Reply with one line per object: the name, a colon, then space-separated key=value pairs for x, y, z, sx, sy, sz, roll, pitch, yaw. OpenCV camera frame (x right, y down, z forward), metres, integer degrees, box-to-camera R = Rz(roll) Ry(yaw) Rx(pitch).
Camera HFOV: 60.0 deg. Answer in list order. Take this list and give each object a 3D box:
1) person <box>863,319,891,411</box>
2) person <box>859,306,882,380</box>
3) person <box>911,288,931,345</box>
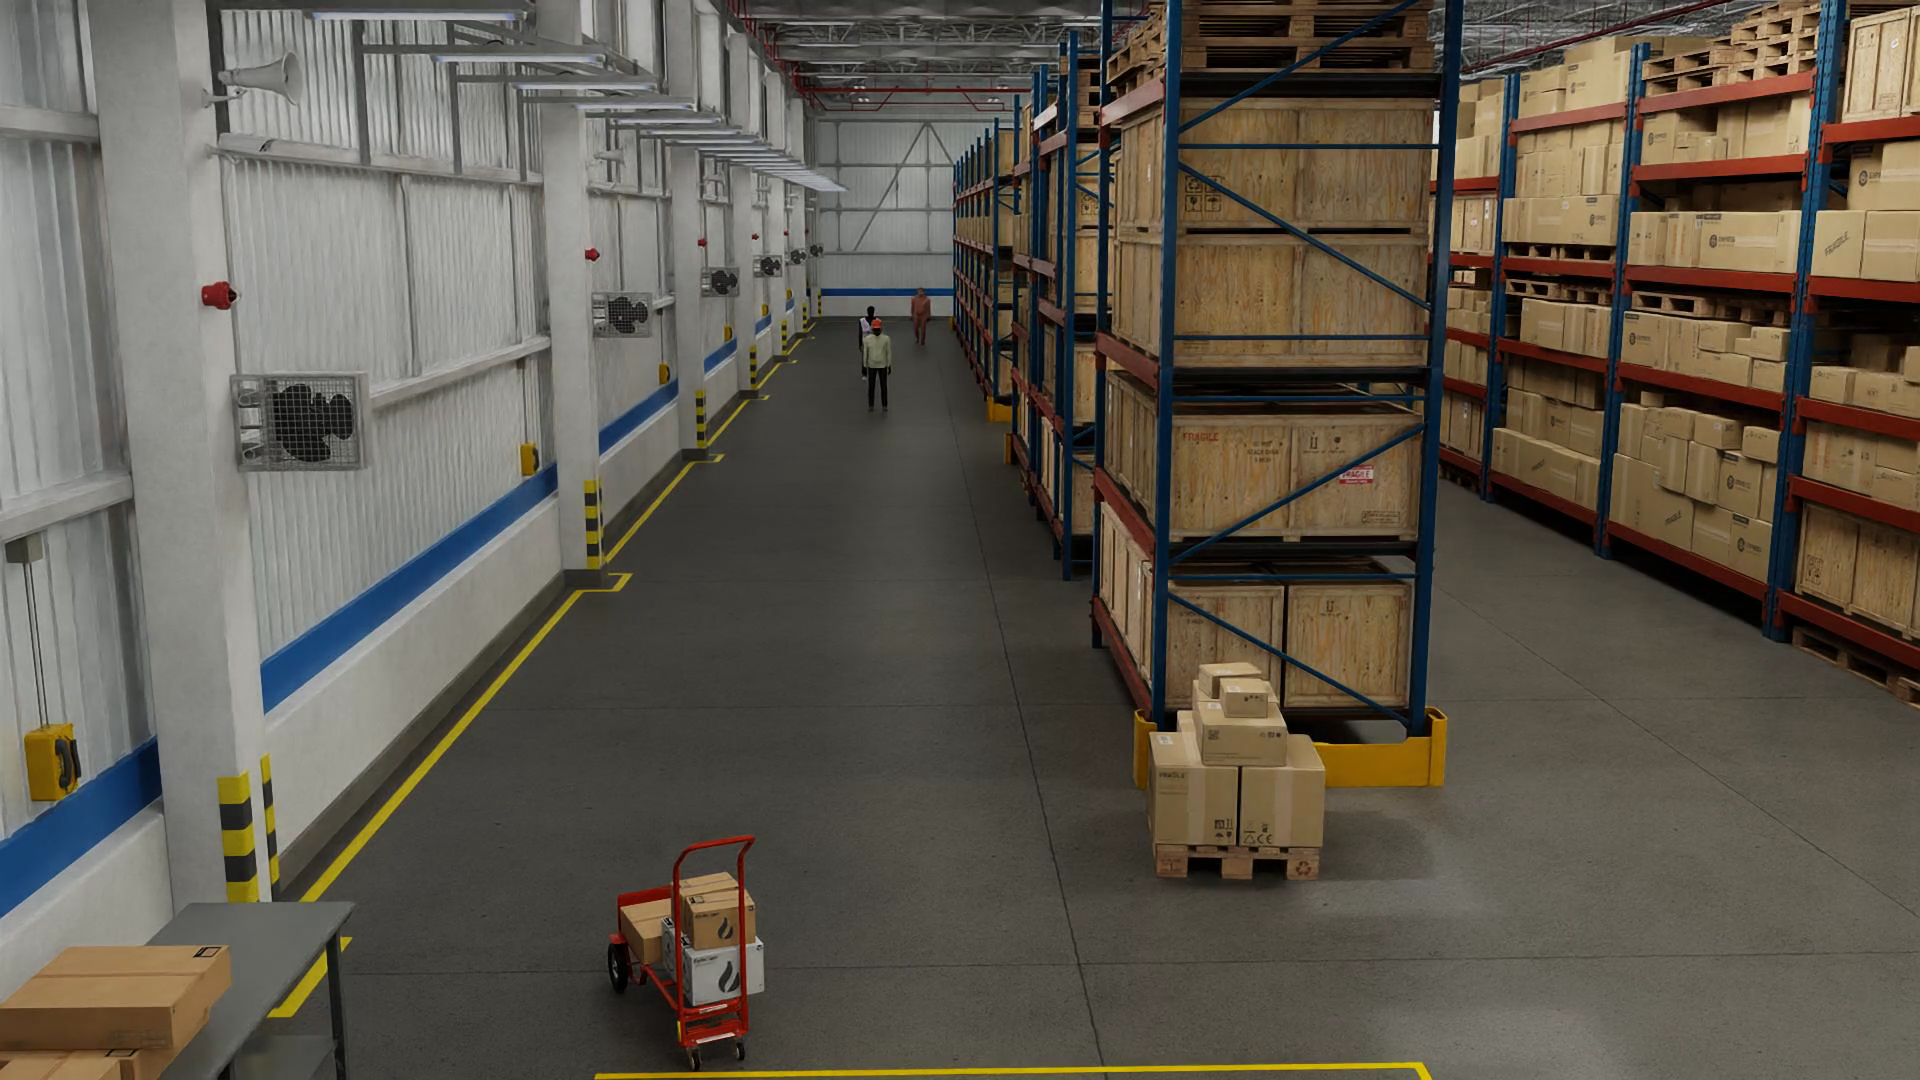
person: x=-1.775 y=-3.737 z=35.631 sx=0.614 sy=1.988 sz=0.405 roll=-1 pitch=11 yaw=-3
person: x=-2.301 y=-5.042 z=42.633 sx=0.601 sy=1.907 sz=0.405 roll=-2 pitch=11 yaw=-10
person: x=-1.300 y=-7.350 z=54.709 sx=0.672 sy=1.869 sz=0.854 roll=1 pitch=11 yaw=4
